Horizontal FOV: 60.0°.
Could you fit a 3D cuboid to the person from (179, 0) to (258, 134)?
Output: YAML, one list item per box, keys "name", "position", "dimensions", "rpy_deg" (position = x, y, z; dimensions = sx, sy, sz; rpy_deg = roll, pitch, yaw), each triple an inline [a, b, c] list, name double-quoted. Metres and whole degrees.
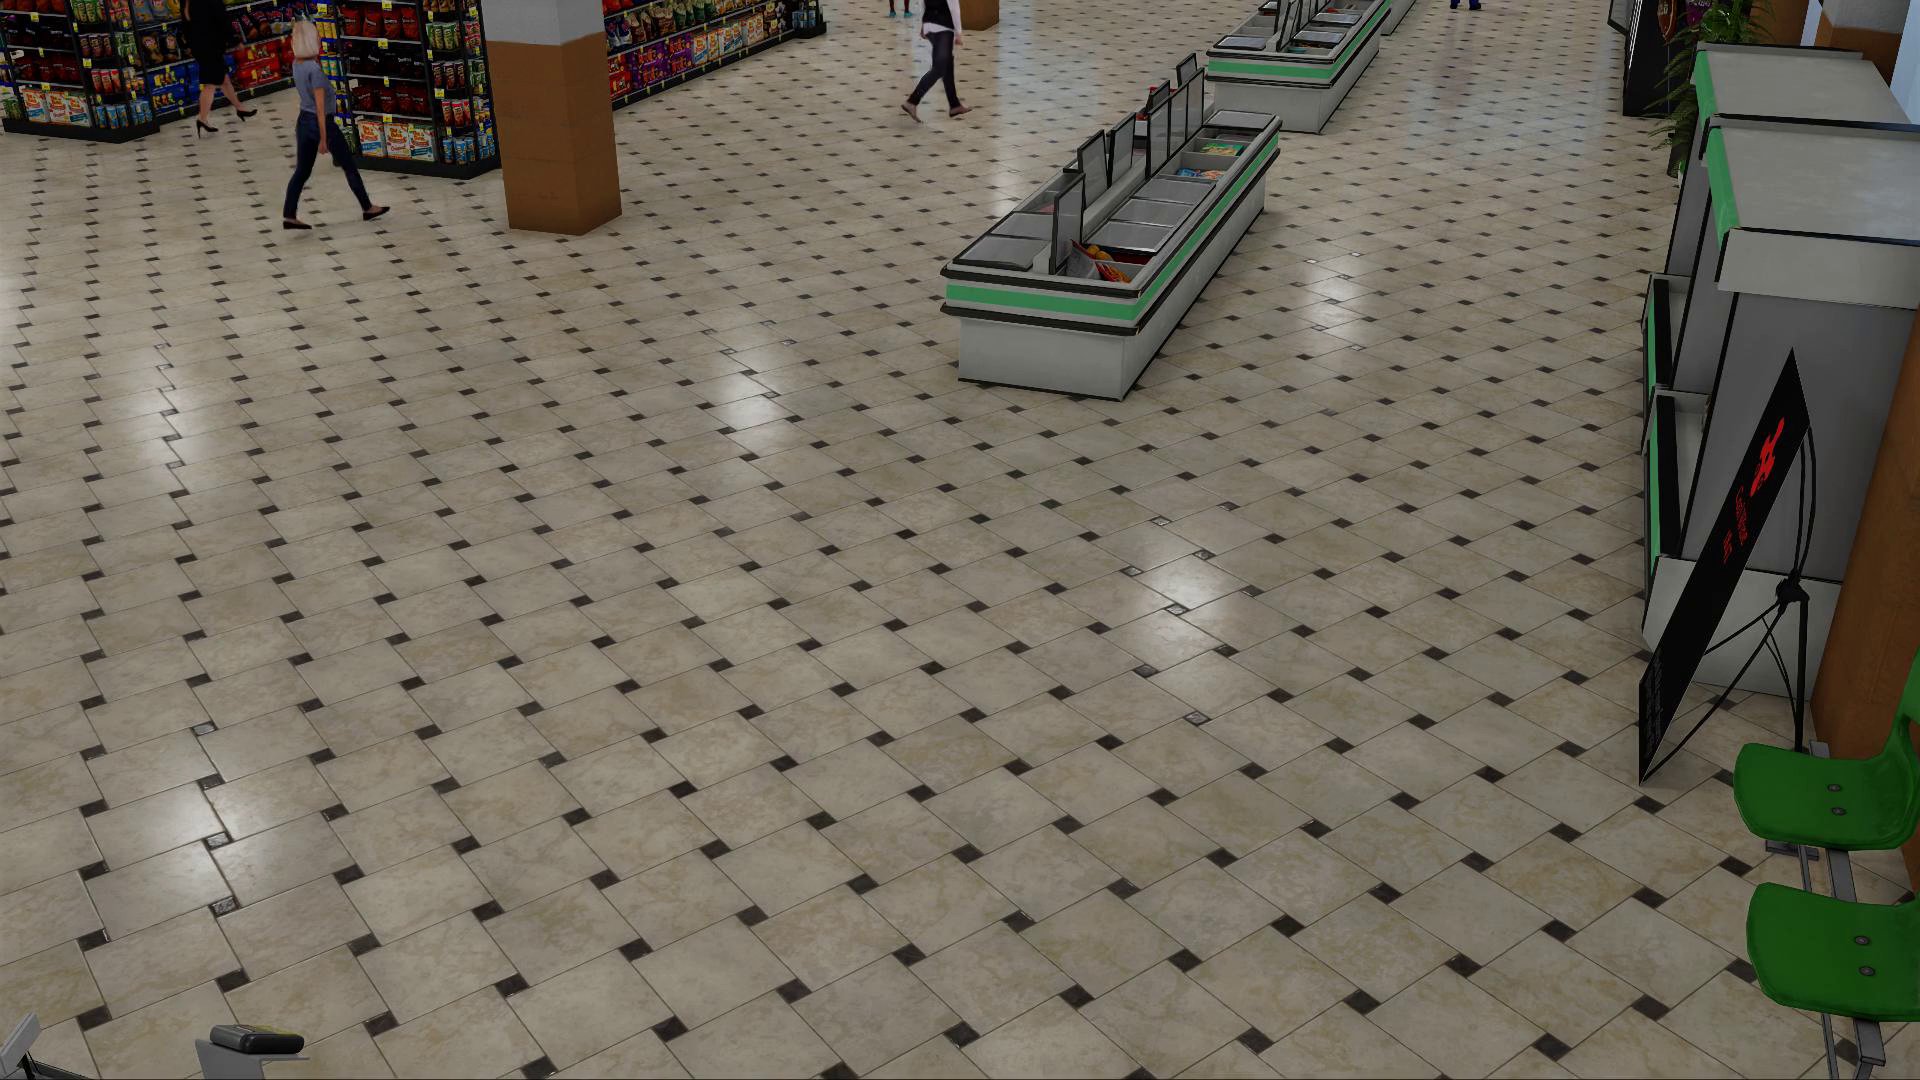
- name: "person"
  position: [-7.623, -4.910, 16.792]
  dimensions: [0.800, 1.624, 1.115]
  rpy_deg: [14, 30, 25]

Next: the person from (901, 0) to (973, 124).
- name: "person"
  position: [-0.269, -5.209, 17.201]
  dimensions: [1.321, 1.788, 1.110]
  rpy_deg: [-20, 33, -34]

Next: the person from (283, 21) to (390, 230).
- name: "person"
  position: [-5.349, -3.333, 13.629]
  dimensions: [0.831, 1.673, 1.215]
  rpy_deg: [21, 33, 35]

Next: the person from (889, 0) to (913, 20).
- name: "person"
  position: [-0.850, -8.140, 23.051]
  dimensions: [0.607, 1.723, 0.630]
  rpy_deg: [1, 27, 2]

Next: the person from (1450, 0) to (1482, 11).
- name: "person"
  position: [7.289, -8.517, 23.678]
  dimensions: [0.729, 1.829, 0.562]
  rpy_deg: [12, 29, 22]
